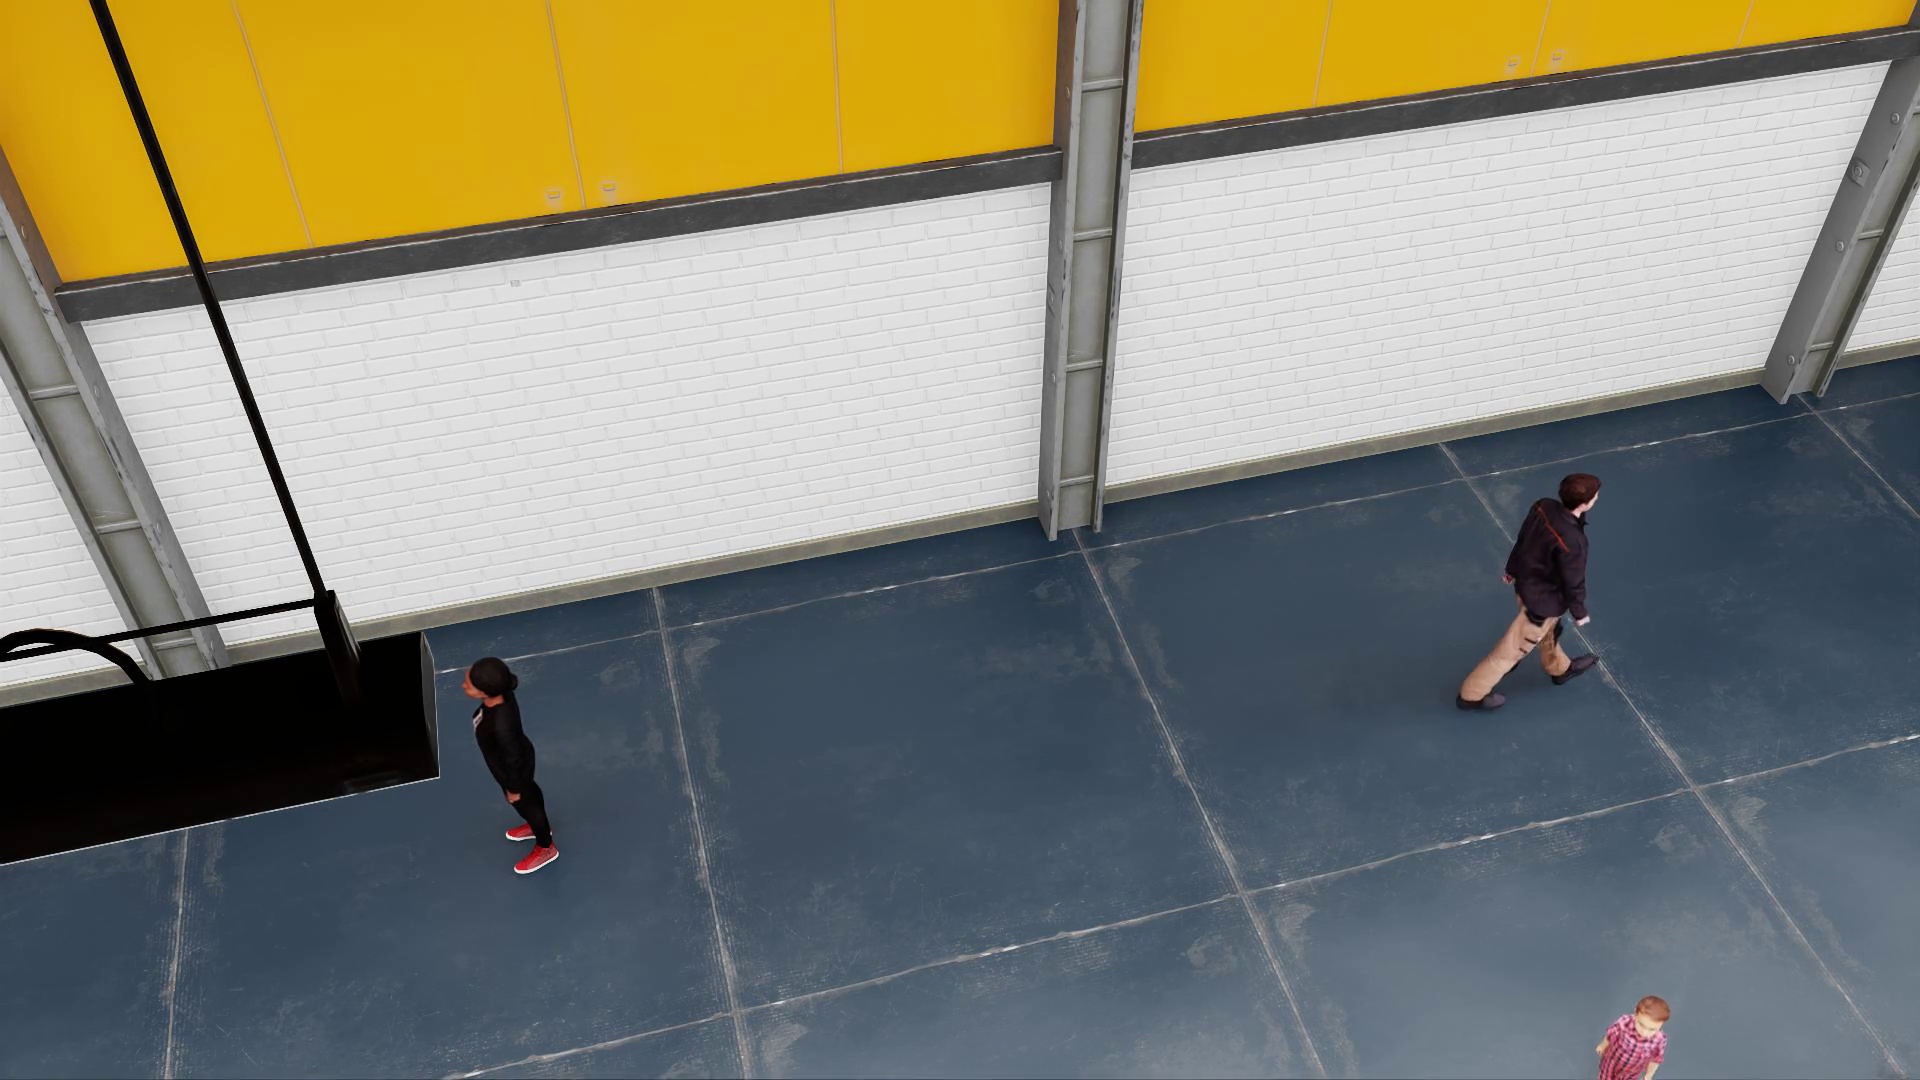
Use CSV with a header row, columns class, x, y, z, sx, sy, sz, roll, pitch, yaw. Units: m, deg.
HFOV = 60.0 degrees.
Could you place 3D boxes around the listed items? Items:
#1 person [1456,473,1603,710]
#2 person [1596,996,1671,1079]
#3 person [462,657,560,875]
class,x,y,z,sx,sy,sz,roll,pitch,yaw
person,3.452,0.375,10.165,1.221,1.876,0.802,-5,44,-6
person,3.418,2.595,8.462,0.726,1.011,0.773,20,47,20
person,-2.523,1.247,9.397,0.537,1.674,0.596,-12,45,-12
